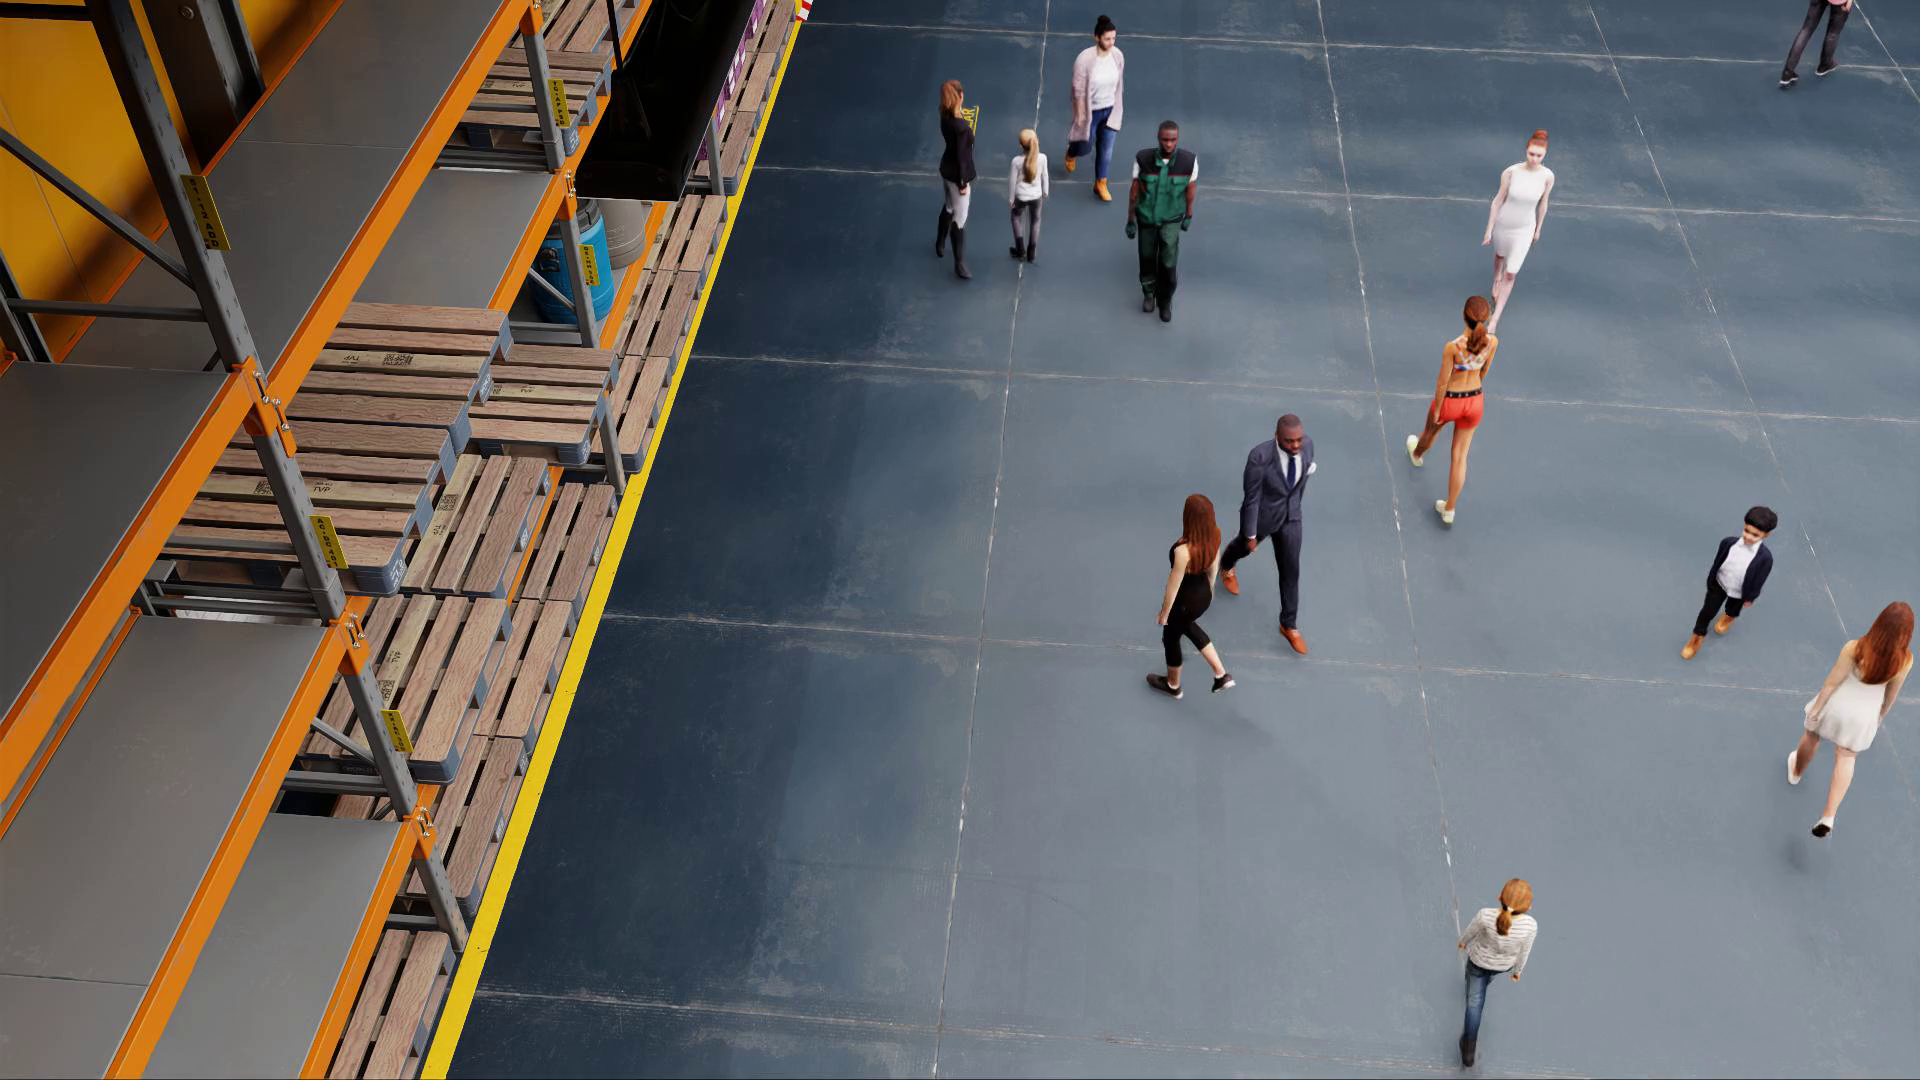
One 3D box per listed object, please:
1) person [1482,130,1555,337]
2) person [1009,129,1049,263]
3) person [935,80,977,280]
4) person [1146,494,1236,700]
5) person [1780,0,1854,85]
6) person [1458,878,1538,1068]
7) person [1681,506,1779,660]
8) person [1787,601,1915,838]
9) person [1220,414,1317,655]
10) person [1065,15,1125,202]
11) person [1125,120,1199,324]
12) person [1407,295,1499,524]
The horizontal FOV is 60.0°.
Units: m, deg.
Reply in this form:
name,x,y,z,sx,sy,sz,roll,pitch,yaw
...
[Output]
name,x,y,z,sx,sy,sz,roll,pitch,yaw
person,4.556,-2.585,13.699,0.766,1.738,1.133,13,45,14
person,0.599,-2.956,14.428,0.549,1.270,0.546,-2,44,-2
person,-0.033,-3.062,14.210,0.930,1.723,0.666,-2,44,-2
person,1.520,0.434,10.548,0.895,1.713,0.877,30,51,28
person,8.637,-5.441,16.557,1.124,1.930,1.072,-29,51,-27
person,2.829,2.307,8.891,0.569,1.287,0.924,10,45,10
person,5.206,0.246,11.111,0.795,1.209,0.901,31,52,29
person,5.292,1.069,9.898,0.723,1.690,1.079,13,45,13
person,2.023,-0.188,11.153,1.054,1.780,1.318,-16,46,-16
person,1.204,-3.958,15.145,0.944,1.732,1.059,-16,46,-16
person,1.643,-2.706,13.765,0.709,1.823,0.719,6,44,7
person,3.598,-0.899,11.923,0.713,1.747,1.181,-3,44,-4
